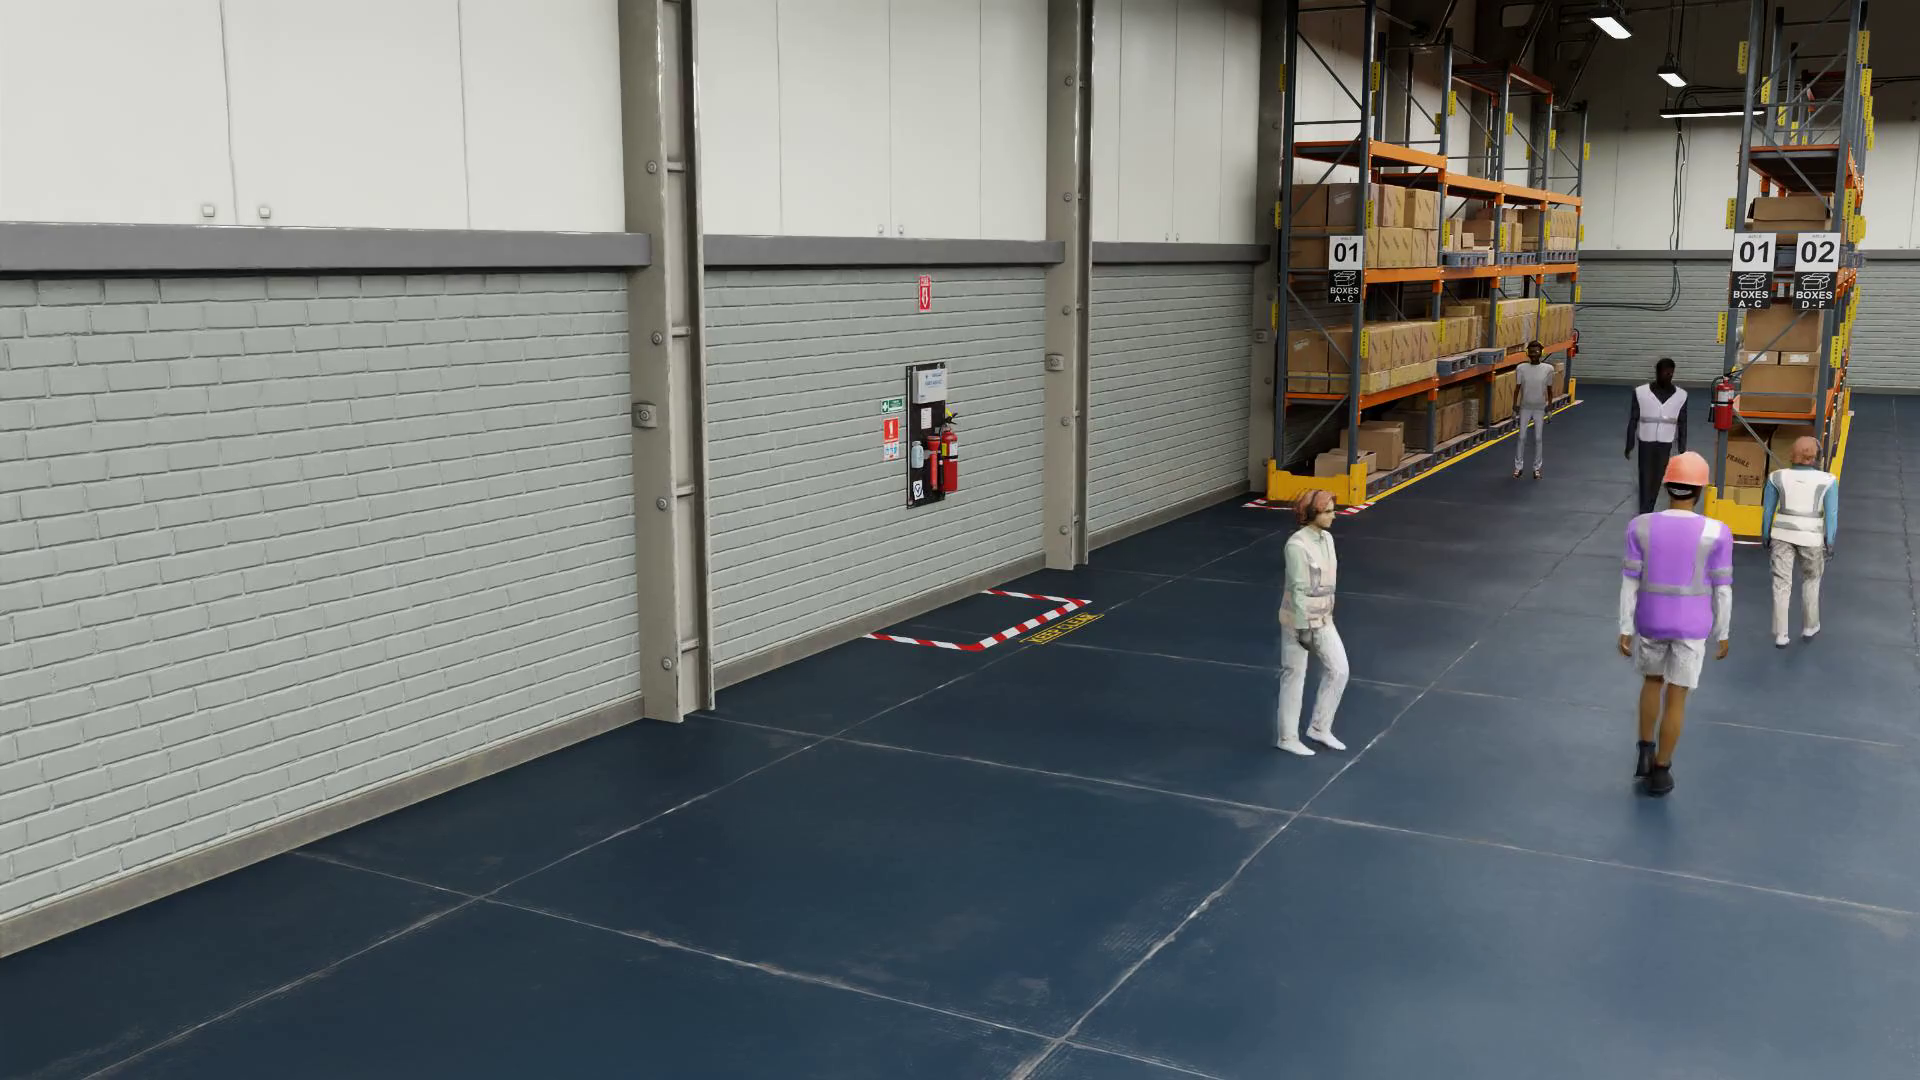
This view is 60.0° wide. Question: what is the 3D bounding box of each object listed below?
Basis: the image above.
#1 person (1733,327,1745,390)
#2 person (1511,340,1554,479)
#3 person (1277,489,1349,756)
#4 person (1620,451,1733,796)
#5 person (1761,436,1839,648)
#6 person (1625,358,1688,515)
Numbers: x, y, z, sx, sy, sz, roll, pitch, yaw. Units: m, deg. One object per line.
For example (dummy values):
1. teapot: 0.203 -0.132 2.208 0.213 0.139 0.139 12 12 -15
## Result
1. person: 15.156 -3.436 31.922 0.625 1.976 1.076 4 11 24
2. person: 7.706 -1.750 22.385 0.539 1.869 0.313 4 10 21
3. person: 2.124 0.508 9.906 0.494 1.624 0.519 9 13 41
4. person: 3.994 0.464 9.269 0.557 1.916 0.500 7 12 35
5. person: 6.505 -0.002 12.876 0.541 1.606 0.758 7 12 35
6. person: 7.648 -1.036 18.192 0.607 1.871 0.960 1 10 7
